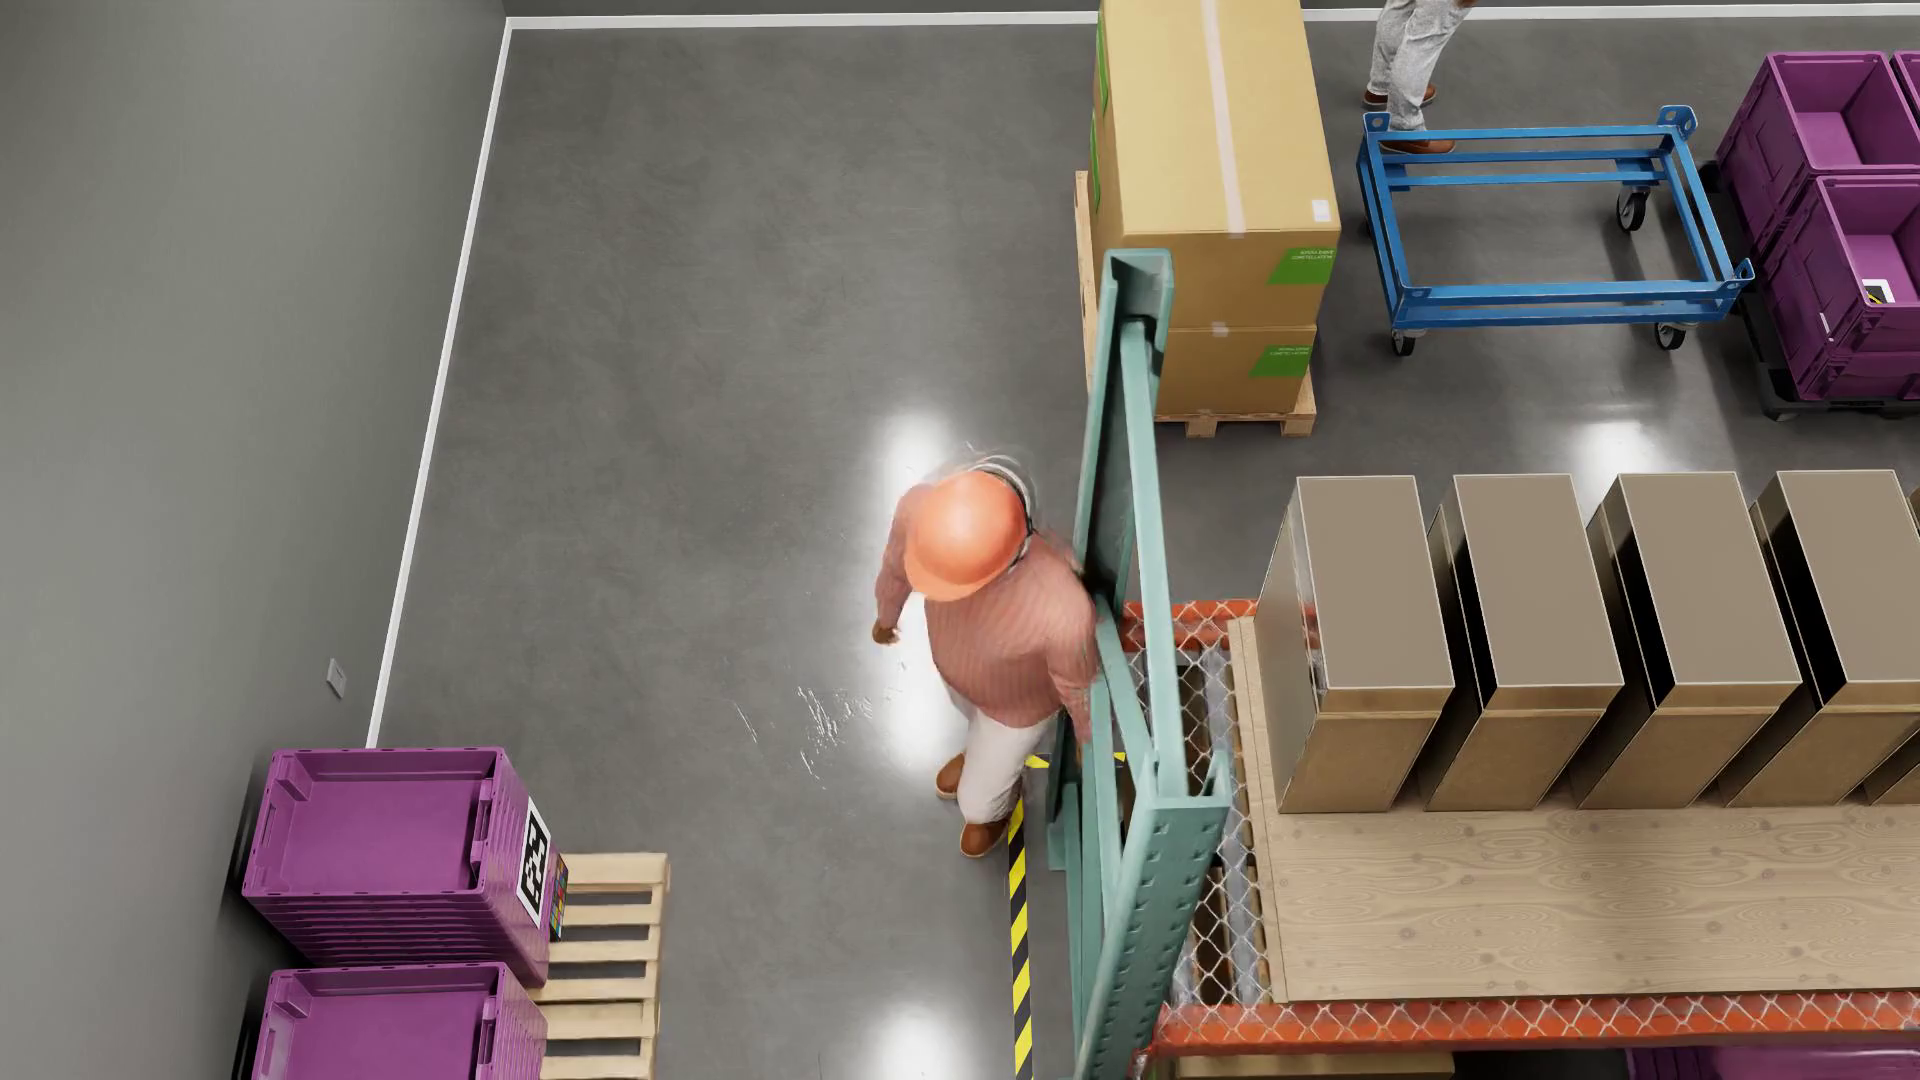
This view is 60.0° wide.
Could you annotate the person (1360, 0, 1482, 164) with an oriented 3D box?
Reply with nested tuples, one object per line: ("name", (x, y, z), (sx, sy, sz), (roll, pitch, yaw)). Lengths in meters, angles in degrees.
("person", (1.823, -2.251, 6.083), (0.379, 1.940, 0.629), (-1, 58, 0))

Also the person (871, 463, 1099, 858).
("person", (0.084, 0.344, 4.433), (0.749, 1.948, 0.562), (38, 65, 21))
